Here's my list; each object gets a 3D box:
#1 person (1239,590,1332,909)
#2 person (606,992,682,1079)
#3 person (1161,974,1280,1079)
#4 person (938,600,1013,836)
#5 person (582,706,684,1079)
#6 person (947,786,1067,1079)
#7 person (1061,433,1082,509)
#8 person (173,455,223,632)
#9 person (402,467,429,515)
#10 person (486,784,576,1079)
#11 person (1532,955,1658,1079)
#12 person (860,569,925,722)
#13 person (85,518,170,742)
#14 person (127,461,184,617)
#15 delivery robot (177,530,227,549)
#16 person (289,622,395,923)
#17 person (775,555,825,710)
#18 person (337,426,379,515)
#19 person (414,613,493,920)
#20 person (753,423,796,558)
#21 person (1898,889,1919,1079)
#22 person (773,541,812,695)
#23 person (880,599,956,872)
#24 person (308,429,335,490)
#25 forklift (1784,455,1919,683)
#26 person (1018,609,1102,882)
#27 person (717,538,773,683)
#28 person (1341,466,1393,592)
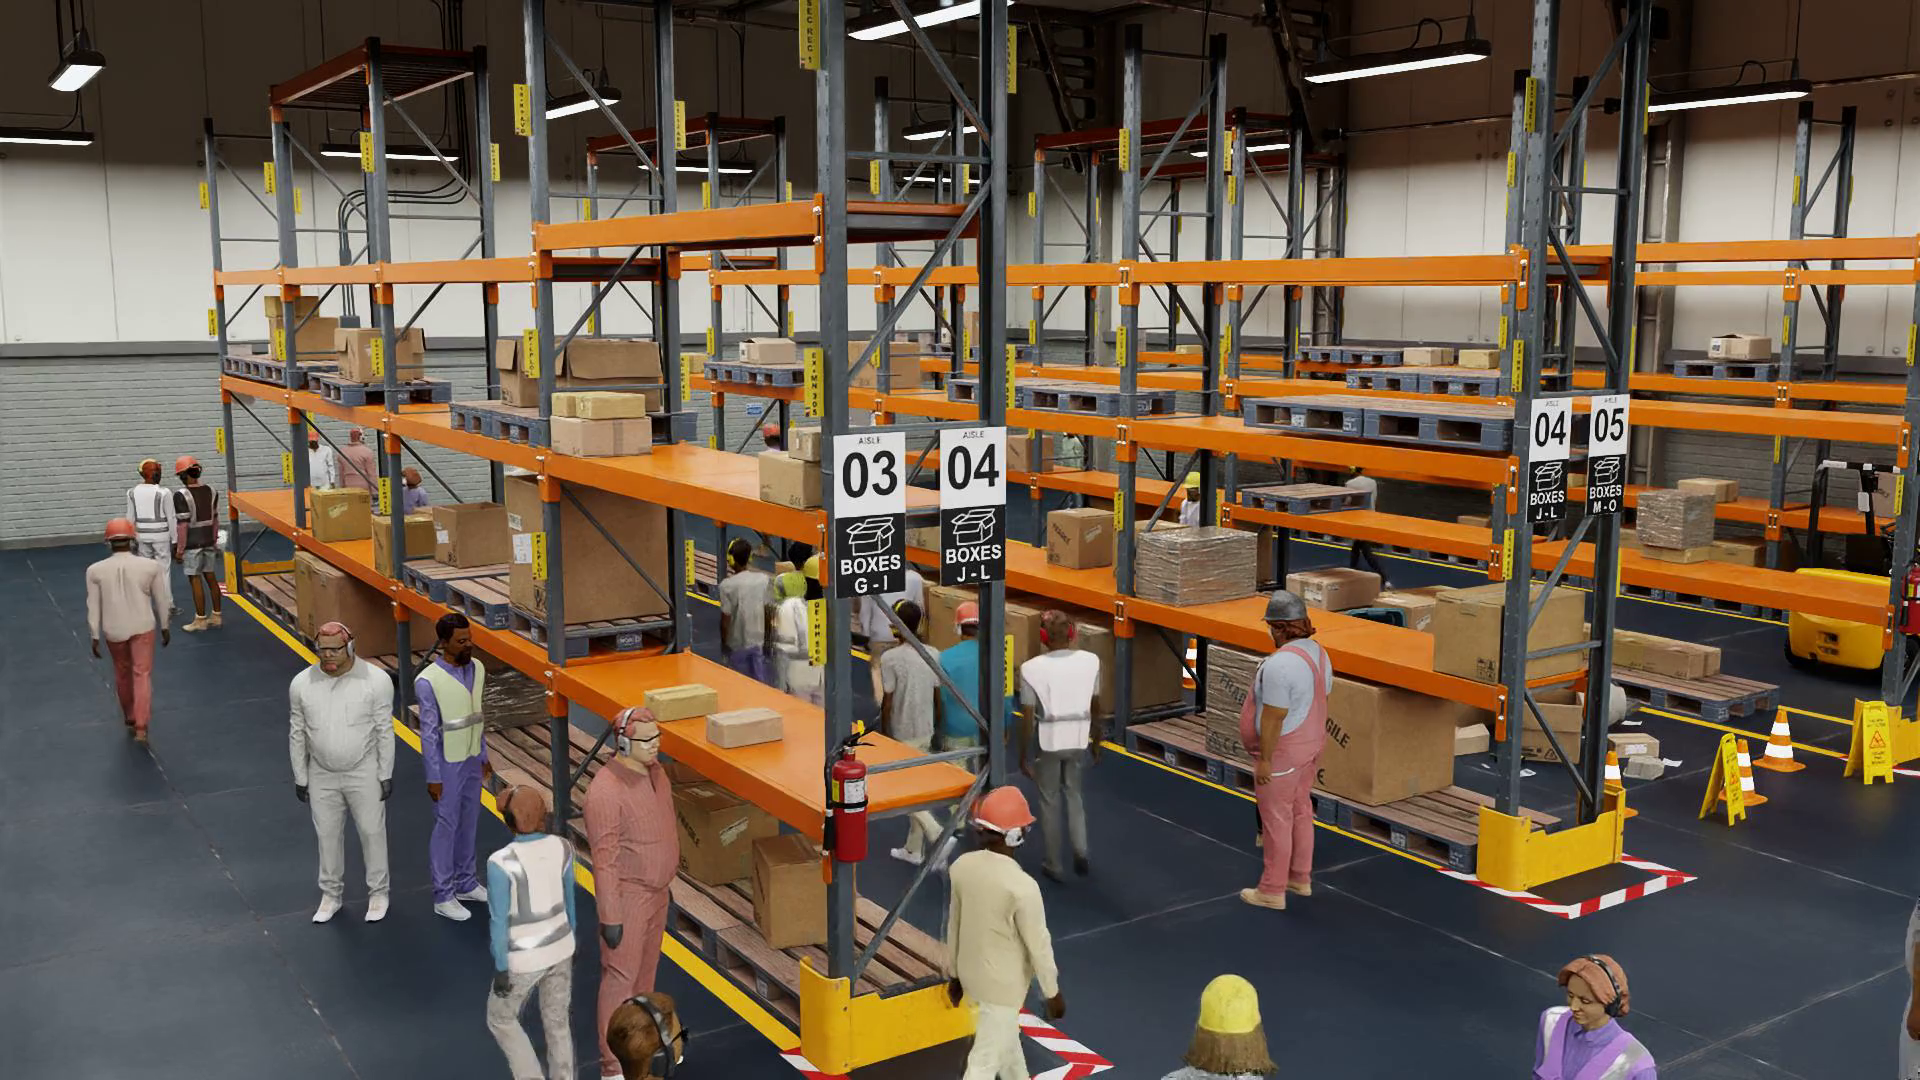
[{"bbox_3d":[2.060,1.309,10.647,0.535,2.000,0.686,7,11,37],"label":"person"},{"bbox_3d":[-0.915,2.252,5.018,0.508,1.847,0.345,6,10,34],"label":"person"},{"bbox_3d":[0.872,2.244,5.405,0.514,1.728,0.374,4,10,28],"label":"person"},{"bbox_3d":[0.108,1.300,11.761,0.602,1.722,0.634,-2,9,-16],"label":"person"},{"bbox_3d":[-1.573,1.747,8.174,0.401,1.907,0.648,2,9,15],"label":"person"},{"bbox_3d":[0.234,1.945,7.454,0.868,1.714,0.560,-6,10,-33],"label":"person"},{"bbox_3d":[1.950,-1.246,29.053,0.289,1.623,0.500,-5,10,-32],"label":"person"},{"bbox_3d":[-8.780,0.044,19.085,0.403,2.035,0.613,3,9,19],"label":"person"},{"bbox_3d":[-7.101,-0.139,21.636,0.501,1.633,0.284,6,10,34],"label":"person"},{"bbox_3d":[-1.988,1.950,7.771,0.399,1.615,0.529,6,10,34],"label":"person"},{"bbox_3d":[2.208,2.234,5.848,0.313,1.634,0.514,-4,9,-24],"label":"person"},{"bbox_3d":[-0.599,0.813,14.953,0.595,1.731,0.374,-1,9,-6],"label":"person"},{"bbox_3d":[-7.254,0.775,14.525,0.625,1.957,1.008,-3,9,-22],"label":"person"},{"bbox_3d":[-9.655,-0.009,19.932,0.585,1.884,0.338,1,9,6],"label":"person"},{"bbox_3d":[-10.969,-0.002,23.988,0.477,0.478,0.707,8,12,42],"label":"delivery robot"},{"bbox_3d":[-3.817,1.438,10.284,0.635,1.900,0.397,-1,9,-5],"label":"person"},{"bbox_3d":[-1.181,1.051,12.760,0.639,1.914,0.548,-8,12,-44],"label":"person"},{"bbox_3d":[-8.886,-0.732,24.677,0.637,1.911,0.403,3,9,20],"label":"person"},{"bbox_3d":[-3.170,1.398,10.455,0.380,1.918,0.596,3,9,18],"label":"person"},{"bbox_3d":[-2.651,-0.699,24.141,0.612,2.018,0.934,-8,12,-44],"label":"person"},{"bbox_3d":[4.250,1.862,6.965,0.693,2.000,0.567,-2,9,-12],"label":"person"},{"bbox_3d":[-1.410,0.836,14.929,0.535,1.699,0.318,2,9,16],"label":"person"},{"bbox_3d":[-0.280,1.333,11.142,0.541,1.846,0.639,-8,12,-44],"label":"person"},{"bbox_3d":[-10.287,-0.934,26.581,0.578,1.738,0.354,-4,9,-25],"label":"person"},{"bbox_3d":[9.643,0.253,17.172,2.313,2.155,1.214,-6,10,-33],"label":"forklift"},{"bbox_3d":[0.658,1.361,10.993,0.585,1.825,0.442,-3,9,-18],"label":"person"},{"bbox_3d":[-1.758,0.905,14.018,0.523,1.845,0.687,-6,10,-35],"label":"person"},{"bbox_3d":[5.228,-0.181,21.416,0.535,1.805,0.978,-5,10,-32],"label":"person"}]
